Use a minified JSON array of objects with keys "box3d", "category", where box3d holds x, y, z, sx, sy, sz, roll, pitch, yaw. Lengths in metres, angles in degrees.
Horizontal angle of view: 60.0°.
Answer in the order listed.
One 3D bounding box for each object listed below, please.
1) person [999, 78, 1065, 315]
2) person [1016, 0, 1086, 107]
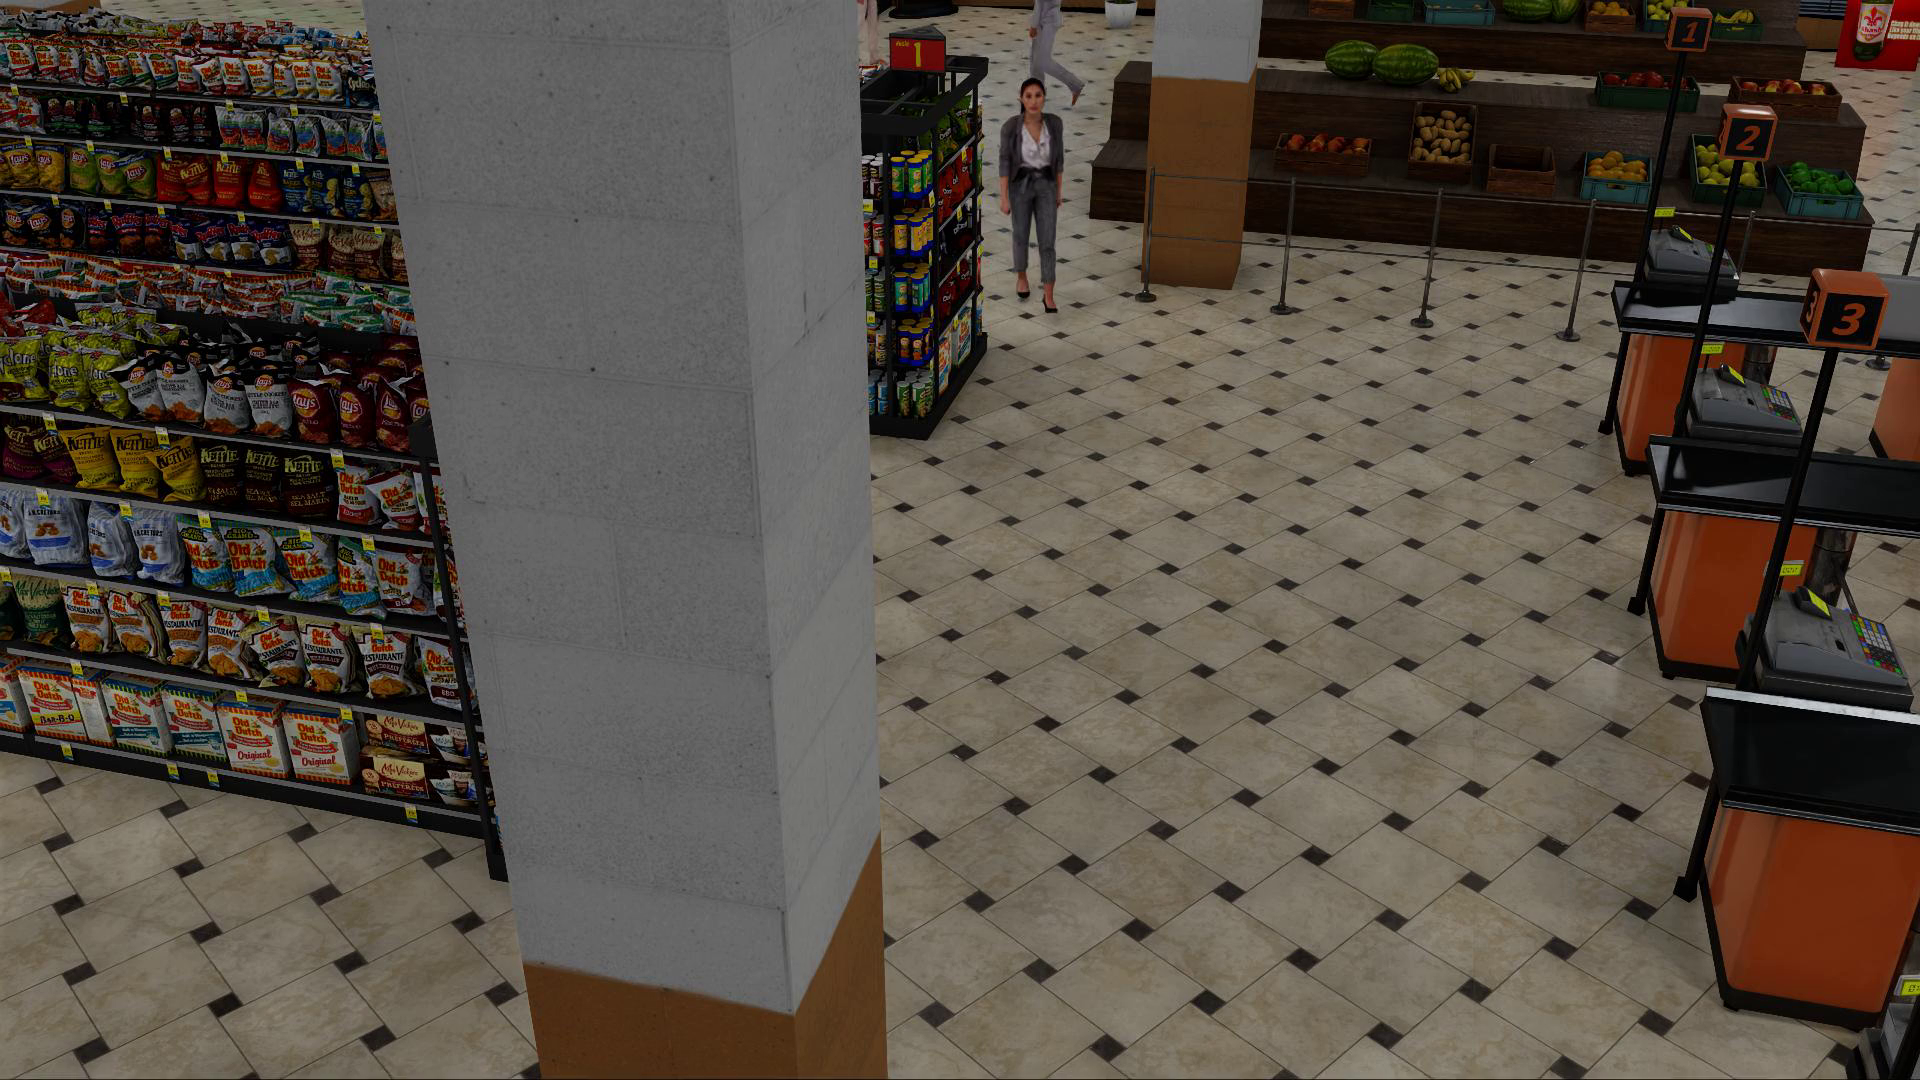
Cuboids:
[{"box3d":[0.500,-2.493,11.969,1.023,1.640,0.920,-3,29,-6],"category":"person"},{"box3d":[0.956,-5.273,16.983,0.960,1.714,0.629,8,30,15],"category":"person"}]
